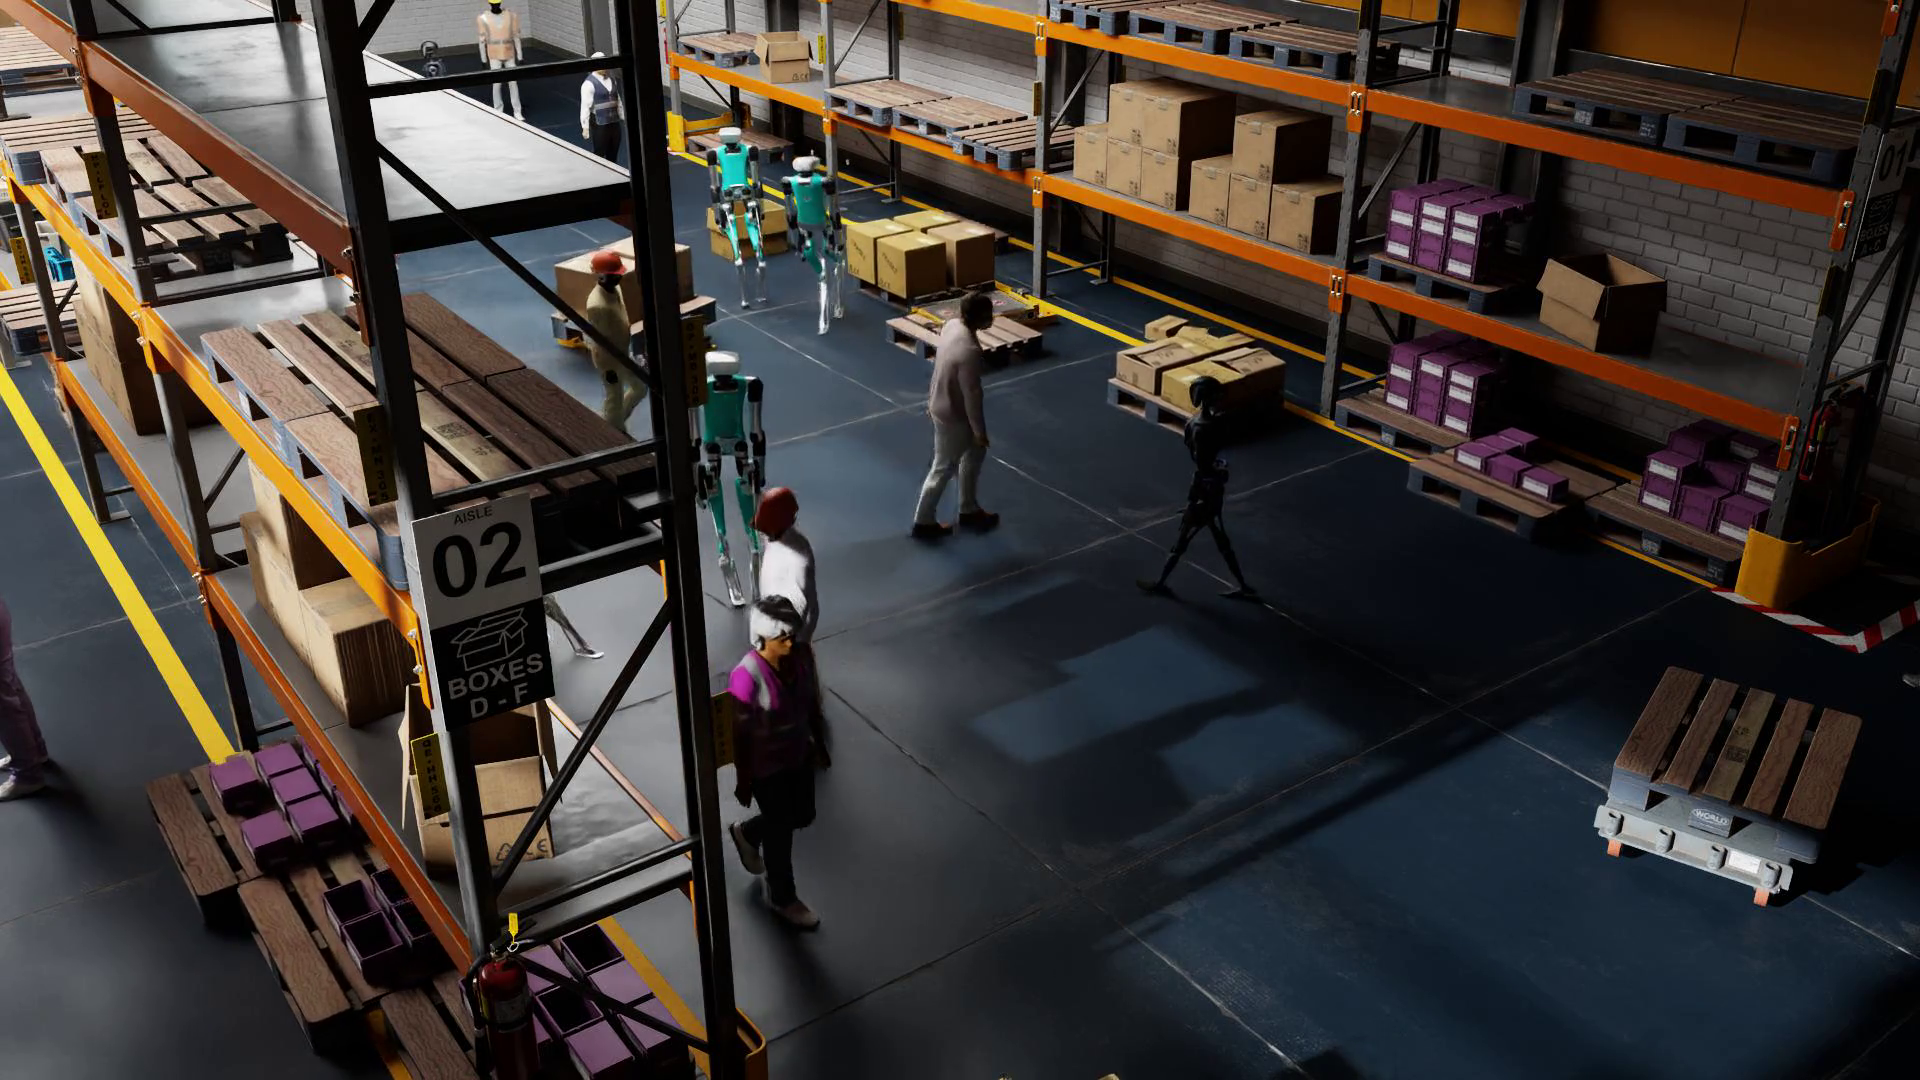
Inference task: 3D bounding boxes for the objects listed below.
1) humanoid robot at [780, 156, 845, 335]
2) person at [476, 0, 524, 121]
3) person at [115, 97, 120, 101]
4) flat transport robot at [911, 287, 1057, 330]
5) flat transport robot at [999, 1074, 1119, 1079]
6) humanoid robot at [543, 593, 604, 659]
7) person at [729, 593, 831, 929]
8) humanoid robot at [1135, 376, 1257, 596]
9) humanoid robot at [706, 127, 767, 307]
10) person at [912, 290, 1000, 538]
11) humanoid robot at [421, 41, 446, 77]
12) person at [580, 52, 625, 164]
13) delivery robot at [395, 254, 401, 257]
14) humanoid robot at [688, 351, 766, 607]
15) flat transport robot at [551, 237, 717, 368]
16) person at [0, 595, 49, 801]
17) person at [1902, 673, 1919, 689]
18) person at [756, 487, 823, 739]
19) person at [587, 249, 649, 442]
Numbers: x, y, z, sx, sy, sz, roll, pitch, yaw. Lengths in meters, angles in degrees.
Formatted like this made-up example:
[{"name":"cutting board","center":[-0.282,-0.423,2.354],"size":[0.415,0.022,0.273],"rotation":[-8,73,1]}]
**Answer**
[{"name":"humanoid robot","center":[-1.290,-2.940,16.238],"size":[0.556,1.773,0.918],"rotation":[11,29,21]},{"name":"person","center":[-6.657,-7.032,24.149],"size":[0.586,1.916,0.419],"rotation":[-10,28,-19]},{"name":"person","center":[-10.643,-5.415,20.848],"size":[0.610,1.986,0.398],"rotation":[22,34,36]},{"name":"flat transport robot","center":[0.181,-2.195,16.354],"size":[1.431,0.231,0.659],"rotation":[-15,30,-27]},{"name":"flat transport robot","center":[0.488,2.922,6.176],"size":[1.431,0.231,0.659],"rotation":[-14,30,-26]},{"name":"humanoid robot","center":[-2.719,-0.056,10.489],"size":[0.846,1.796,0.550],"rotation":[14,30,25]},{"name":"person","center":[-0.947,1.037,8.191],"size":[0.620,1.820,0.539],"rotation":[19,32,32]},{"name":"humanoid robot","center":[1.634,-0.347,11.172],"size":[0.832,1.618,0.603],"rotation":[7,28,15]},{"name":"humanoid robot","center":[-2.199,-3.186,16.692],"size":[0.553,1.767,0.815],"rotation":[-6,27,-12]},{"name":"person","center":[0.001,-0.888,11.944],"size":[0.797,1.893,0.645],"rotation":[-3,27,-6]},{"name":"humanoid robot","center":[-6.785,-5.653,21.659],"size":[0.346,1.651,0.600],"rotation":[-8,28,-16]},{"name":"person","center":[-4.378,-5.122,20.514],"size":[0.435,1.757,0.775],"rotation":[16,31,29]},{"name":"delivery robot","center":[-6.580,-3.423,18.470],"size":[0.782,0.587,0.499],"rotation":[19,33,33]},{"name":"humanoid robot","center":[-1.470,-0.254,10.955],"size":[0.554,1.853,0.890],"rotation":[-9,28,-17]},{"name":"flat transport robot","center":[-3.063,-1.899,15.766],"size":[1.431,0.231,0.659],"rotation":[16,31,29]},{"name":"person","center":[-5.416,0.537,9.116],"size":[0.398,1.899,0.634],"rotation":[-12,29,-23]},{"name":"person","center":[6.195,0.056,10.005],"size":[0.491,1.952,0.422],"rotation":[-16,31,-29]},{"name":"person","center":[-0.971,0.421,9.547],"size":[0.416,1.705,0.627],"rotation":[-10,29,-20]},{"name":"person","center":[-2.742,-1.491,13.317],"size":[0.395,1.732,0.583],"rotation":[4,27,7]}]
